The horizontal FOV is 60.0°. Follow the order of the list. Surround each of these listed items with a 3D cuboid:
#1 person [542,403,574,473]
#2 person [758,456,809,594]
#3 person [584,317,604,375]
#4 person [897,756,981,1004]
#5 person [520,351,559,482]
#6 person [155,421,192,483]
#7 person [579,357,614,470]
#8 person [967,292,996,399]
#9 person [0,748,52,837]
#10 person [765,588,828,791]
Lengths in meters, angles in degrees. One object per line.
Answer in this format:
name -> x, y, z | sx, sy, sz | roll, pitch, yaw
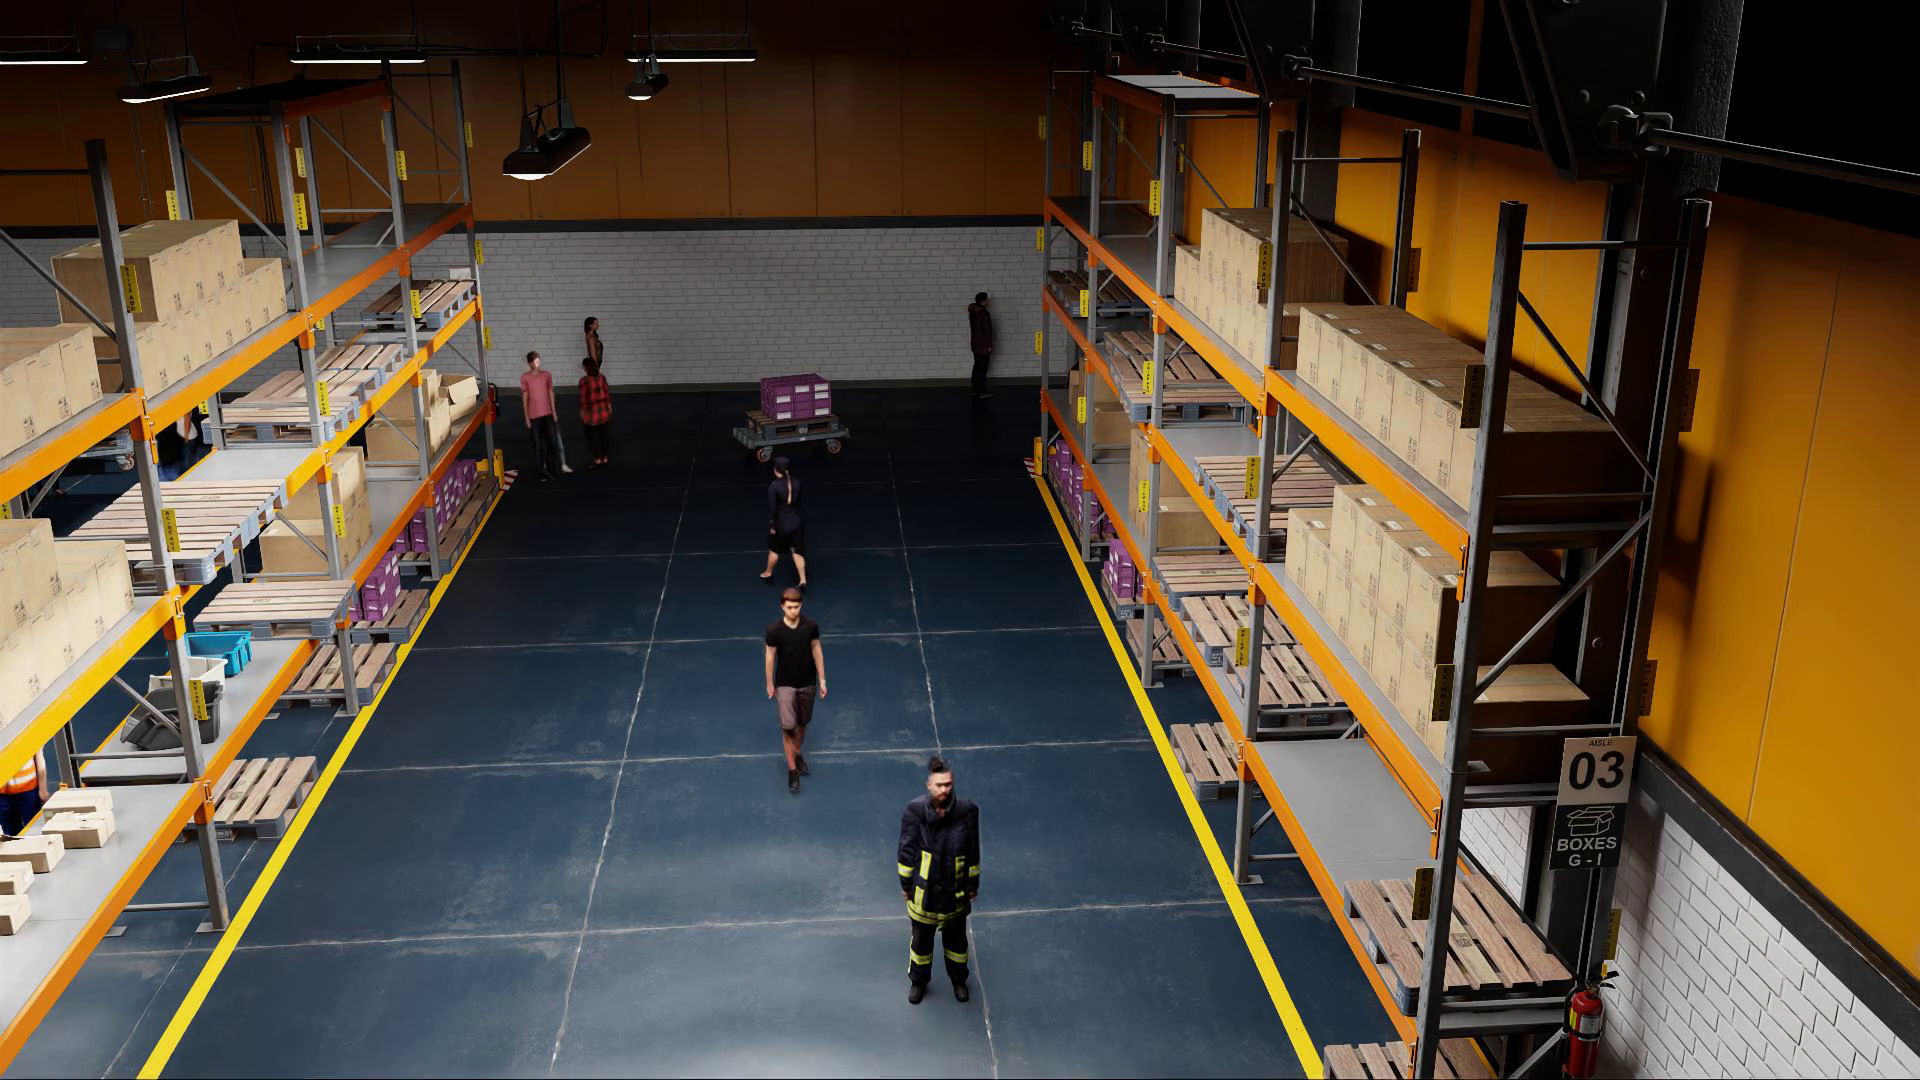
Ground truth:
person -> -6.140, -1.625, 24.757 | 0.882, 1.279, 0.887 | 9, 21, 25
person -> -2.015, -0.133, 19.781 | 1.179, 1.628, 1.091 | 18, 25, 42
person -> -6.081, -2.822, 27.545 | 0.707, 1.769, 0.543 | -6, 19, -16
person -> -0.140, 2.407, 11.873 | 0.752, 1.861, 0.683 | -1, 19, -2
person -> -6.170, -1.829, 24.320 | 0.765, 1.945, 0.779 | -10, 21, -26
person -> -10.195, -0.747, 21.521 | 0.783, 1.681, 0.826 | -14, 23, -37
person -> -5.480, -1.905, 24.936 | 0.831, 1.695, 0.861 | -12, 22, -31
person -> 0.370, -3.448, 29.281 | 0.924, 1.847, 0.791 | -10, 21, -28
person -> -7.483, 1.958, 13.176 | 0.687, 1.880, 0.620 | -1, 19, -2
person -> -1.523, 1.279, 15.258 | 0.823, 1.839, 0.989 | -8, 20, -23
